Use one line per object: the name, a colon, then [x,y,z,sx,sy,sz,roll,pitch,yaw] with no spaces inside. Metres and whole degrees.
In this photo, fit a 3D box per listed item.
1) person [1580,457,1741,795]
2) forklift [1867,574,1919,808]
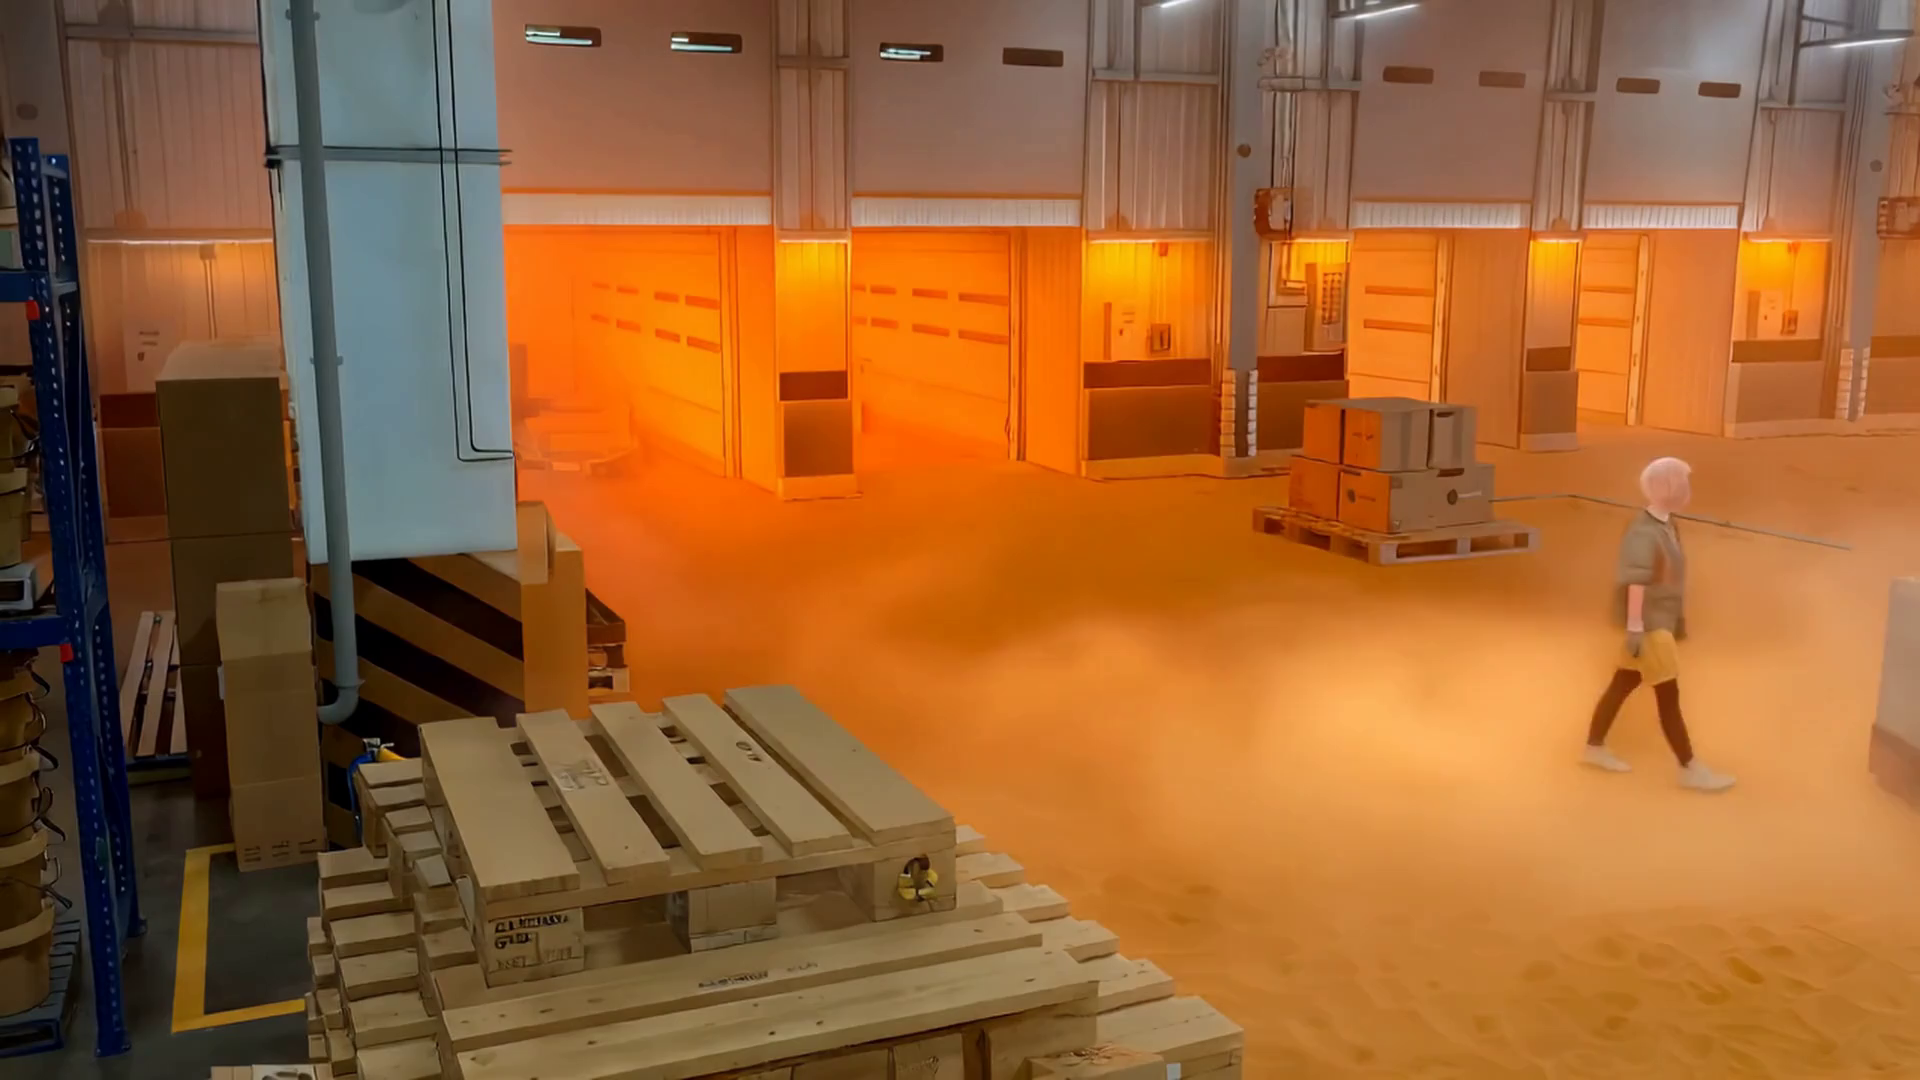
person: [3.504,0.414,8.257,0.782,1.650,0.541,6,12,29]
forklift: [5.046,-0.008,7.229,1.129,2.768,1.873,0,10,1]
